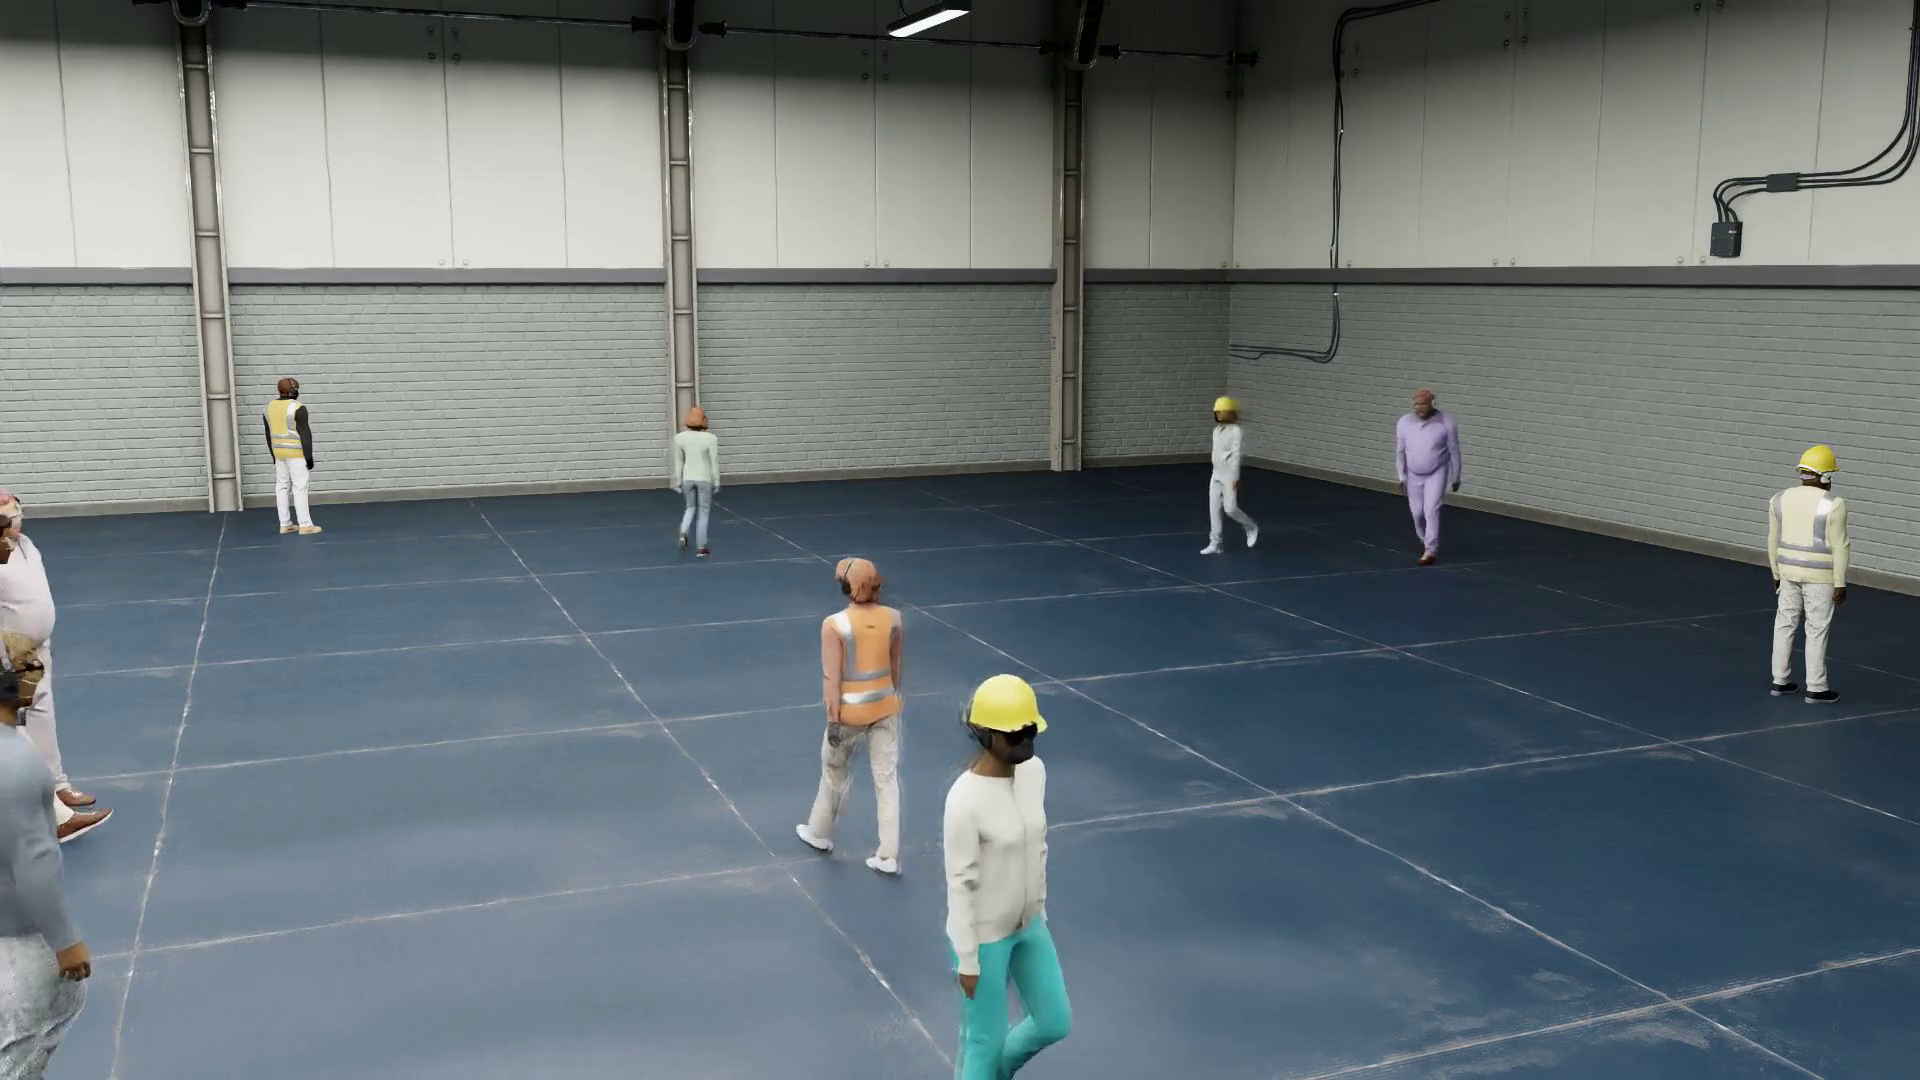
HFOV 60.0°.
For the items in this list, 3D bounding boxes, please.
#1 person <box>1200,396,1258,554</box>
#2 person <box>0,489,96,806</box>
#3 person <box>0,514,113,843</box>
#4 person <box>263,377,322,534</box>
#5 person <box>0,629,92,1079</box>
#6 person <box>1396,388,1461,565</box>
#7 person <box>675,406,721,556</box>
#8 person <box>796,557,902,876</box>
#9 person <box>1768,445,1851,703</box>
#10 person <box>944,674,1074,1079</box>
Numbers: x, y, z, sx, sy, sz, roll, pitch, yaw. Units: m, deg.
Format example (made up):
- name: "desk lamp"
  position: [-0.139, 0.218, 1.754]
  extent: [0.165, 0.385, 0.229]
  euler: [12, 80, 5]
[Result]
- name: "person"
  position: [2.931, -0.707, 18.117]
  extent: [0.602, 1.728, 0.494]
  euler: [-5, 11, -30]
- name: "person"
  position: [-5.379, 0.623, 9.365]
  extent: [0.761, 1.863, 0.679]
  euler: [-1, 9, -7]
- name: "person"
  position: [-5.057, 0.770, 8.643]
  extent: [1.010, 1.811, 0.548]
  euler: [-4, 10, -23]
- name: "person"
  position: [-7.828, -0.984, 19.516]
  extent: [0.619, 1.845, 0.430]
  euler: [4, 10, 23]
- name: "person"
  position: [-3.042, 1.226, 5.358]
  extent: [0.502, 1.923, 0.625]
  euler: [-8, 12, -40]
- name: "person"
  position: [4.986, -0.696, 17.653]
  extent: [0.653, 1.865, 0.757]
  euler: [6, 11, 34]
- name: "person"
  position: [-2.835, -0.628, 17.960]
  extent: [0.498, 1.626, 0.387]
  euler: [3, 10, 18]
- name: "person"
  position: [-0.554, 0.876, 8.564]
  extent: [0.535, 1.597, 0.818]
  euler: [-7, 11, -37]
- name: "person"
  position: [6.056, 0.242, 11.849]
  extent: [0.404, 1.833, 0.587]
  euler: [-5, 10, -29]
- name: "person"
  position: [0.154, 1.294, 5.493]
  extent: [0.368, 1.750, 0.541]
  euler: [7, 11, 37]
